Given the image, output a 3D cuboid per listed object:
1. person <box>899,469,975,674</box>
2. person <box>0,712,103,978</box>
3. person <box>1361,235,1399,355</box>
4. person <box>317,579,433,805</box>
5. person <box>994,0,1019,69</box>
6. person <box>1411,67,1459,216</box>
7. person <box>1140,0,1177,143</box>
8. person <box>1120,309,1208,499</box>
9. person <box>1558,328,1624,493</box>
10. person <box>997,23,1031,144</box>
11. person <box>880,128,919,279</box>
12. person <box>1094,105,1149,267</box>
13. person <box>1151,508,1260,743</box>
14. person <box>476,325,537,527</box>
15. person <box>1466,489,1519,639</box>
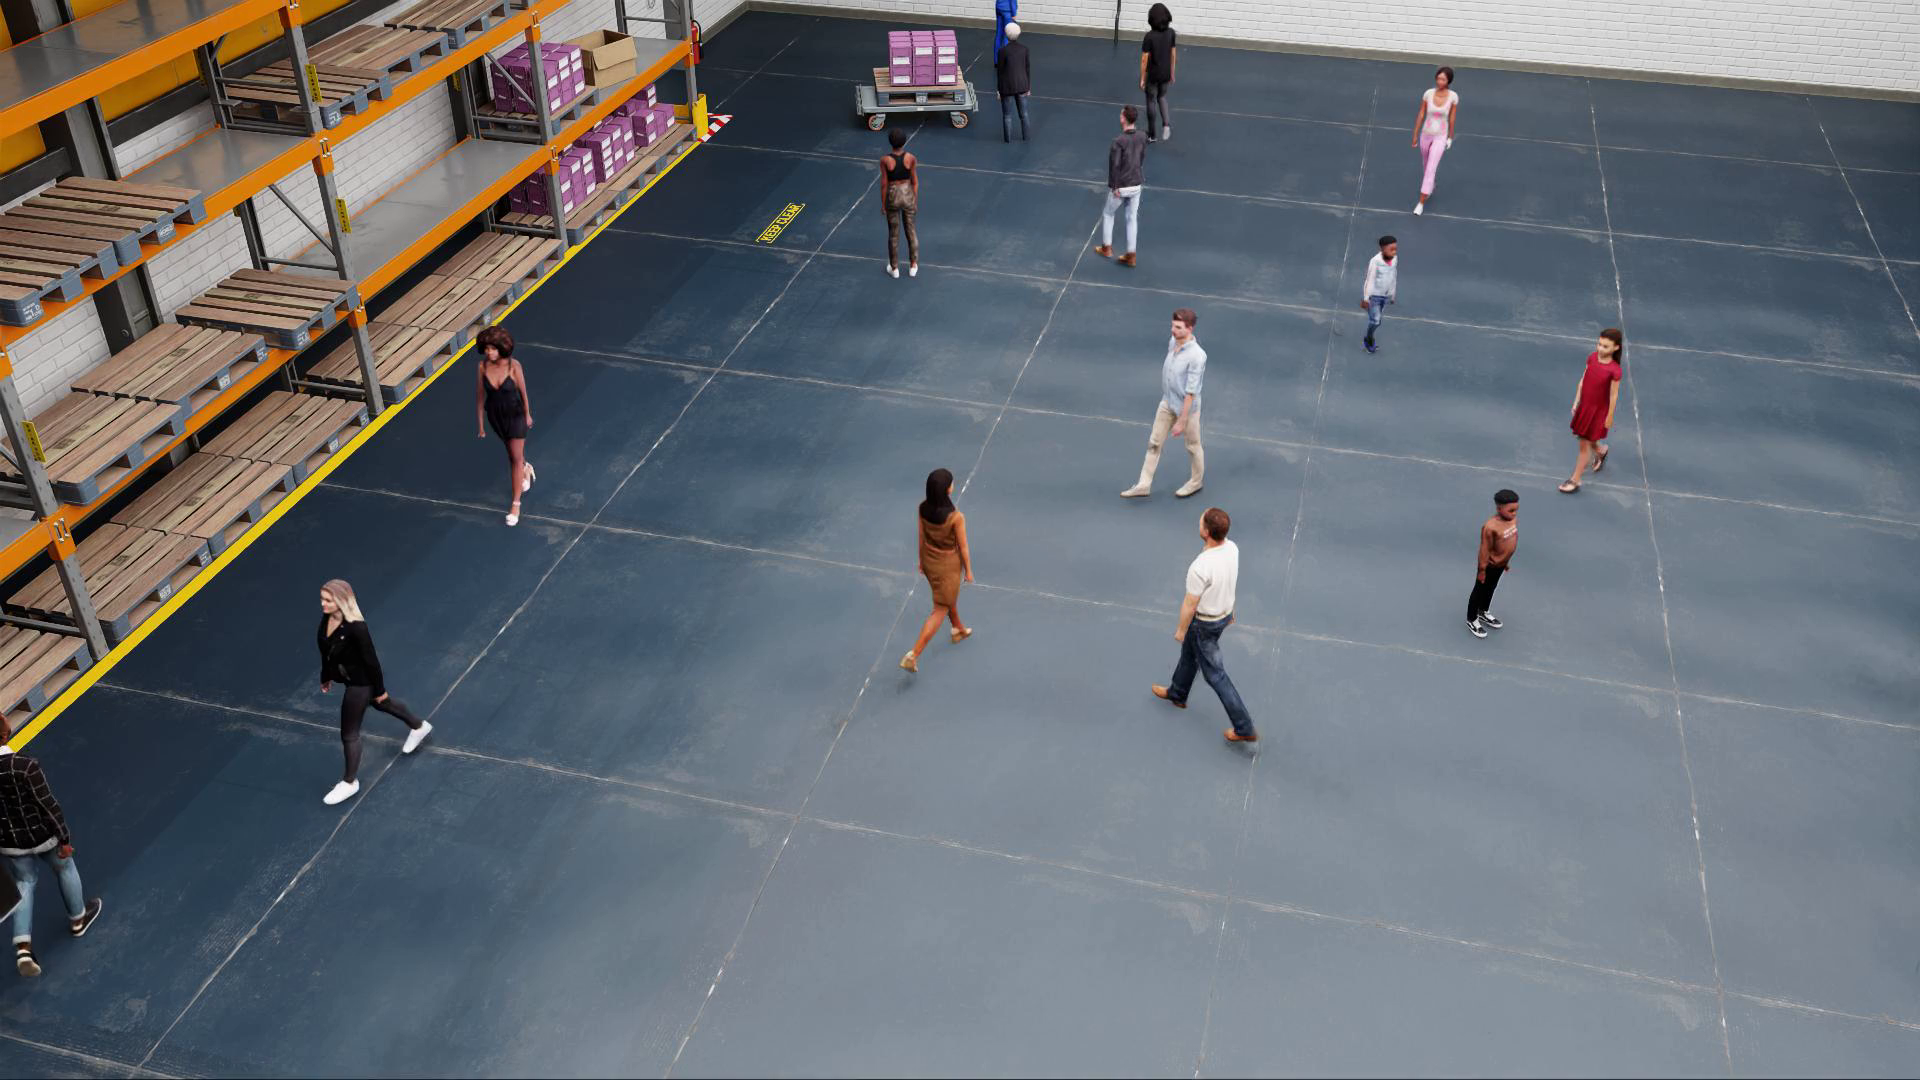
[{"bbox_3d":[-0.175,0.262,12.401,0.891,1.658,1.155,26,42,33],"label":"person"},{"bbox_3d":[-5.611,1.824,9.918,0.901,1.803,1.120,-3,34,-4],"label":"person"},{"bbox_3d":[4.241,-2.547,16.993,0.597,1.250,0.651,-14,36,-20],"label":"person"},{"bbox_3d":[-4.050,0.928,11.409,0.955,1.645,1.238,26,41,33],"label":"person"},{"bbox_3d":[0.666,-7.768,24.444,0.753,1.699,0.689,-17,37,-23],"label":"person"},{"bbox_3d":[5.725,-4.845,20.046,0.783,1.699,1.233,16,37,23],"label":"person"},{"bbox_3d":[2.633,-6.093,21.810,0.863,1.824,0.930,-11,35,-16],"label":"person"},{"bbox_3d":[1.998,-1.163,14.400,1.109,1.818,1.055,-18,38,-25],"label":"person"},{"bbox_3d":[5.656,-1.192,14.696,0.957,1.537,0.902,-19,38,-26],"label":"person"},{"bbox_3d":[0.764,-5.984,22.083,0.824,1.782,0.767,-11,35,-15],"label":"person"},{"bbox_3d":[-0.666,-3.728,18.364,0.653,1.699,0.664,-6,34,-8],"label":"person"},{"bbox_3d":[1.906,-3.915,18.538,0.914,1.819,0.978,-16,37,-22],"label":"person"},{"bbox_3d":[1.829,0.634,11.695,1.107,1.819,1.255,26,42,34],"label":"person"},{"bbox_3d":[-3.875,-1.064,14.322,0.680,1.738,1.154,3,34,4],"label":"person"},{"bbox_3d":[4.144,0.149,12.932,0.572,1.256,0.652,-23,40,-30],"label":"person"}]
